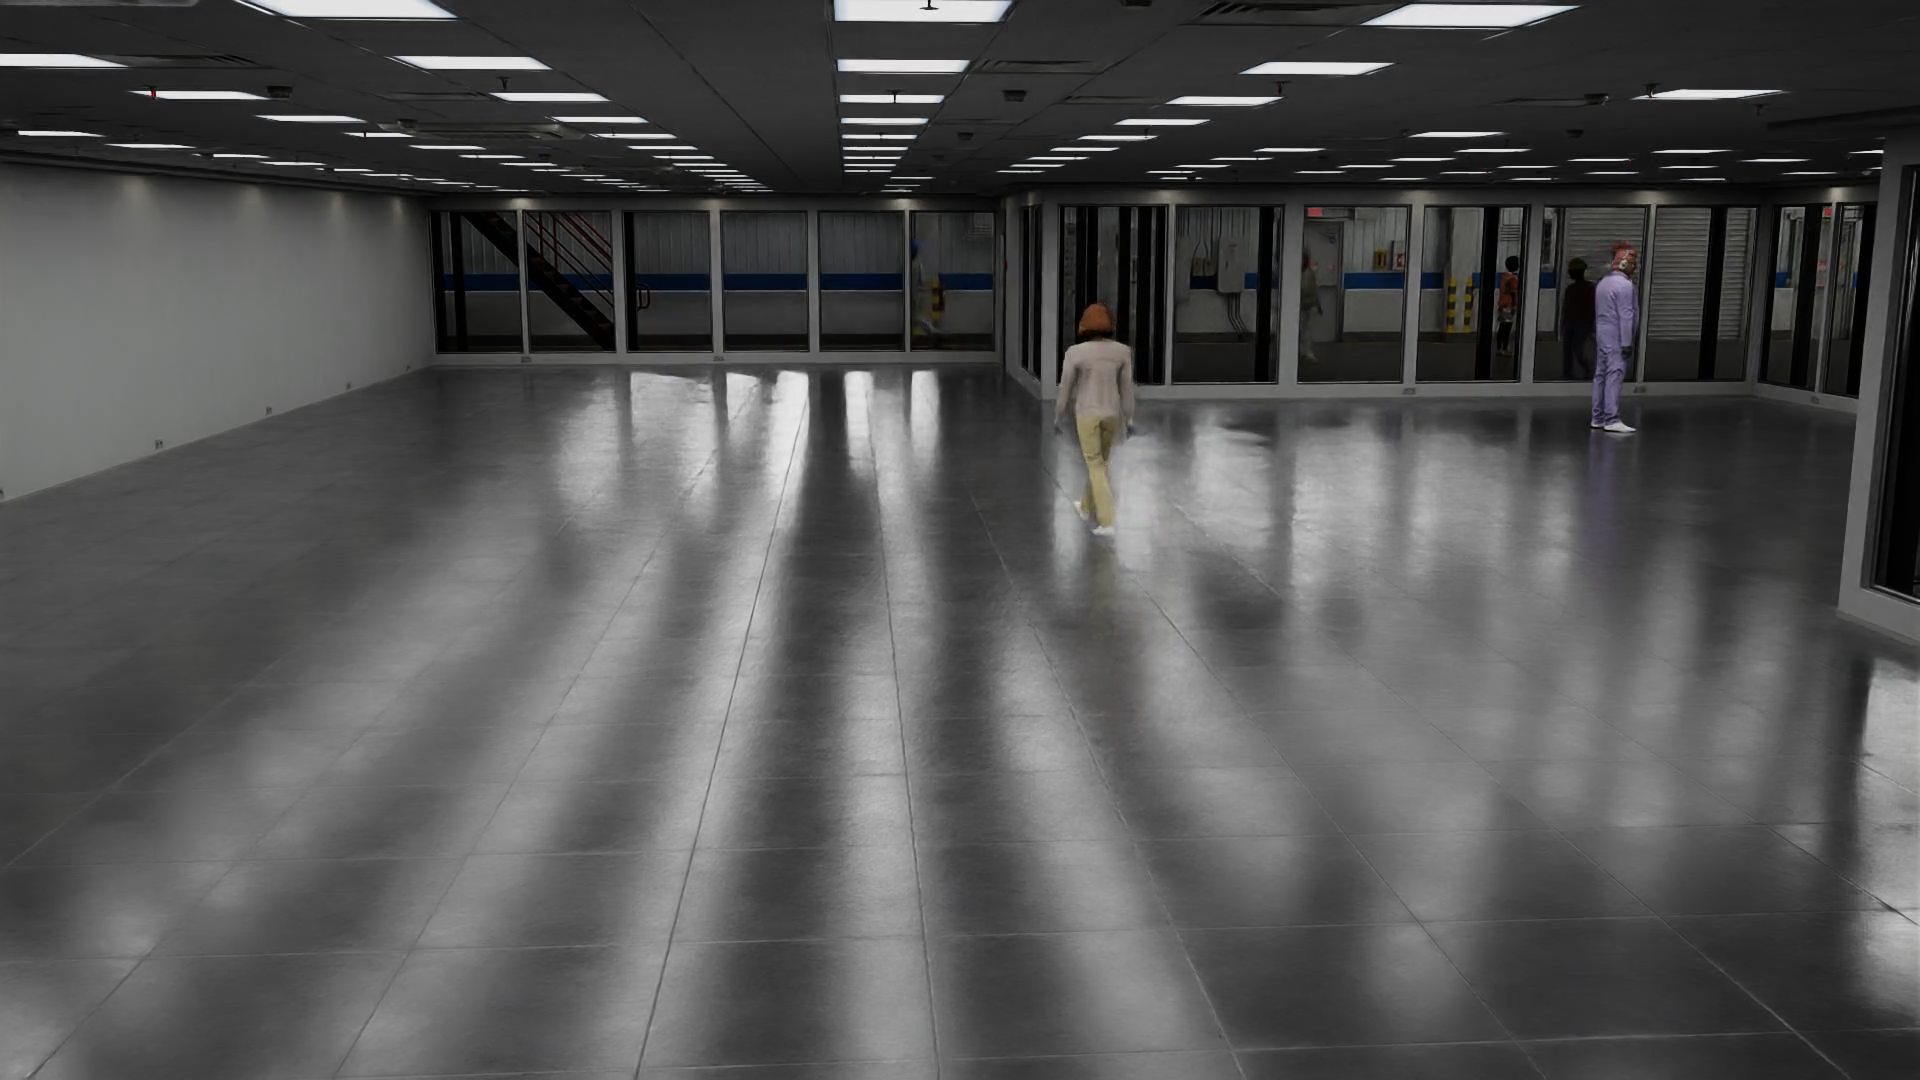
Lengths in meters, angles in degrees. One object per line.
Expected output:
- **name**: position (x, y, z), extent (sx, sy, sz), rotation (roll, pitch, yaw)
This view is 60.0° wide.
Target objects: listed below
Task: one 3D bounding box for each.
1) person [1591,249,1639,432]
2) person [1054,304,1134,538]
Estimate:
- **person**: position (6.906, -2.089, 17.474), extent (0.402, 1.901, 0.639), rotation (0, 11, -2)
- **person**: position (0.914, -0.842, 11.562), extent (0.522, 1.581, 0.844), rotation (-4, 11, -21)
